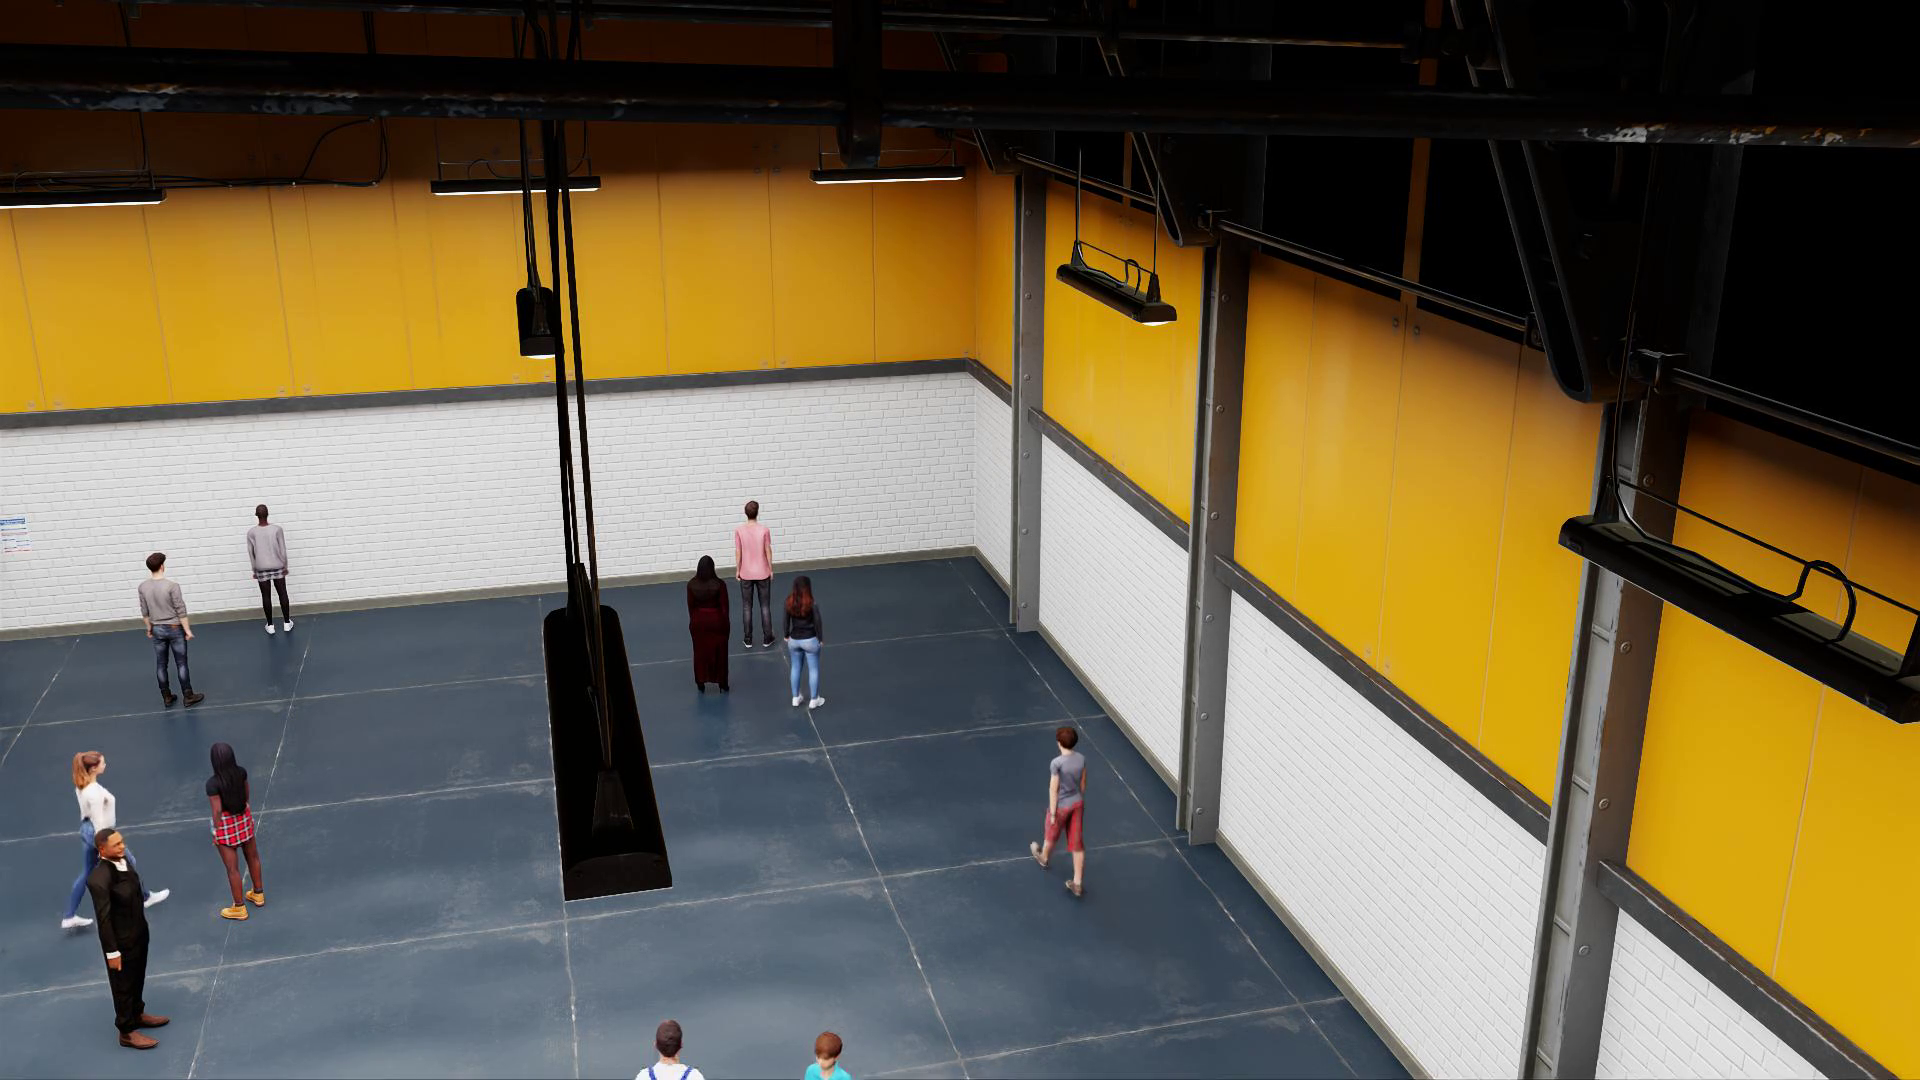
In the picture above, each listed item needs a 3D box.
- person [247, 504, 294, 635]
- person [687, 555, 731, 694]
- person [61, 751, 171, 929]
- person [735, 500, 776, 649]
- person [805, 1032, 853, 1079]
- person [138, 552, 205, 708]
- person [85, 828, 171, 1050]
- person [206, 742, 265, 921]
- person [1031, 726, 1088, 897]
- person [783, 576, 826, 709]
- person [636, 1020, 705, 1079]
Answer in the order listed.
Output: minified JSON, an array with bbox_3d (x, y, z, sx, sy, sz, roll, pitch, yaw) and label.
[{"bbox_3d":[-9.170,0.369,22.091,0.650,1.772,0.575,-8,20,-23],"label":"person"},{"bbox_3d":[-3.039,1.023,20.171,0.732,1.758,0.709,1,19,4],"label":"person"},{"bbox_3d":[-7.929,2.760,15.136,1.070,1.680,1.171,-17,25,-42],"label":"person"},{"bbox_3d":[-2.673,0.438,21.594,0.677,1.957,0.599,-1,19,-4],"label":"person"},{"bbox_3d":[-0.875,4.064,11.681,0.919,1.413,0.994,10,21,27],"label":"person"},{"bbox_3d":[-9.439,1.071,19.801,0.742,1.904,0.687,0,19,1],"label":"person"},{"bbox_3d":[-6.789,3.195,13.493,0.811,1.904,0.600,-2,19,-5],"label":"person"},{"bbox_3d":[-6.707,2.658,15.361,0.779,1.729,0.703,7,20,20],"label":"person"},{"bbox_3d":[1.059,2.592,15.743,0.720,1.610,1.144,-8,20,-23],"label":"person"},{"bbox_3d":[-1.862,1.201,19.838,0.733,1.633,0.745,6,19,17],"label":"person"},{"bbox_3d":[-1.906,4.092,10.993,0.914,1.799,1.315,1,19,2],"label":"person"}]
